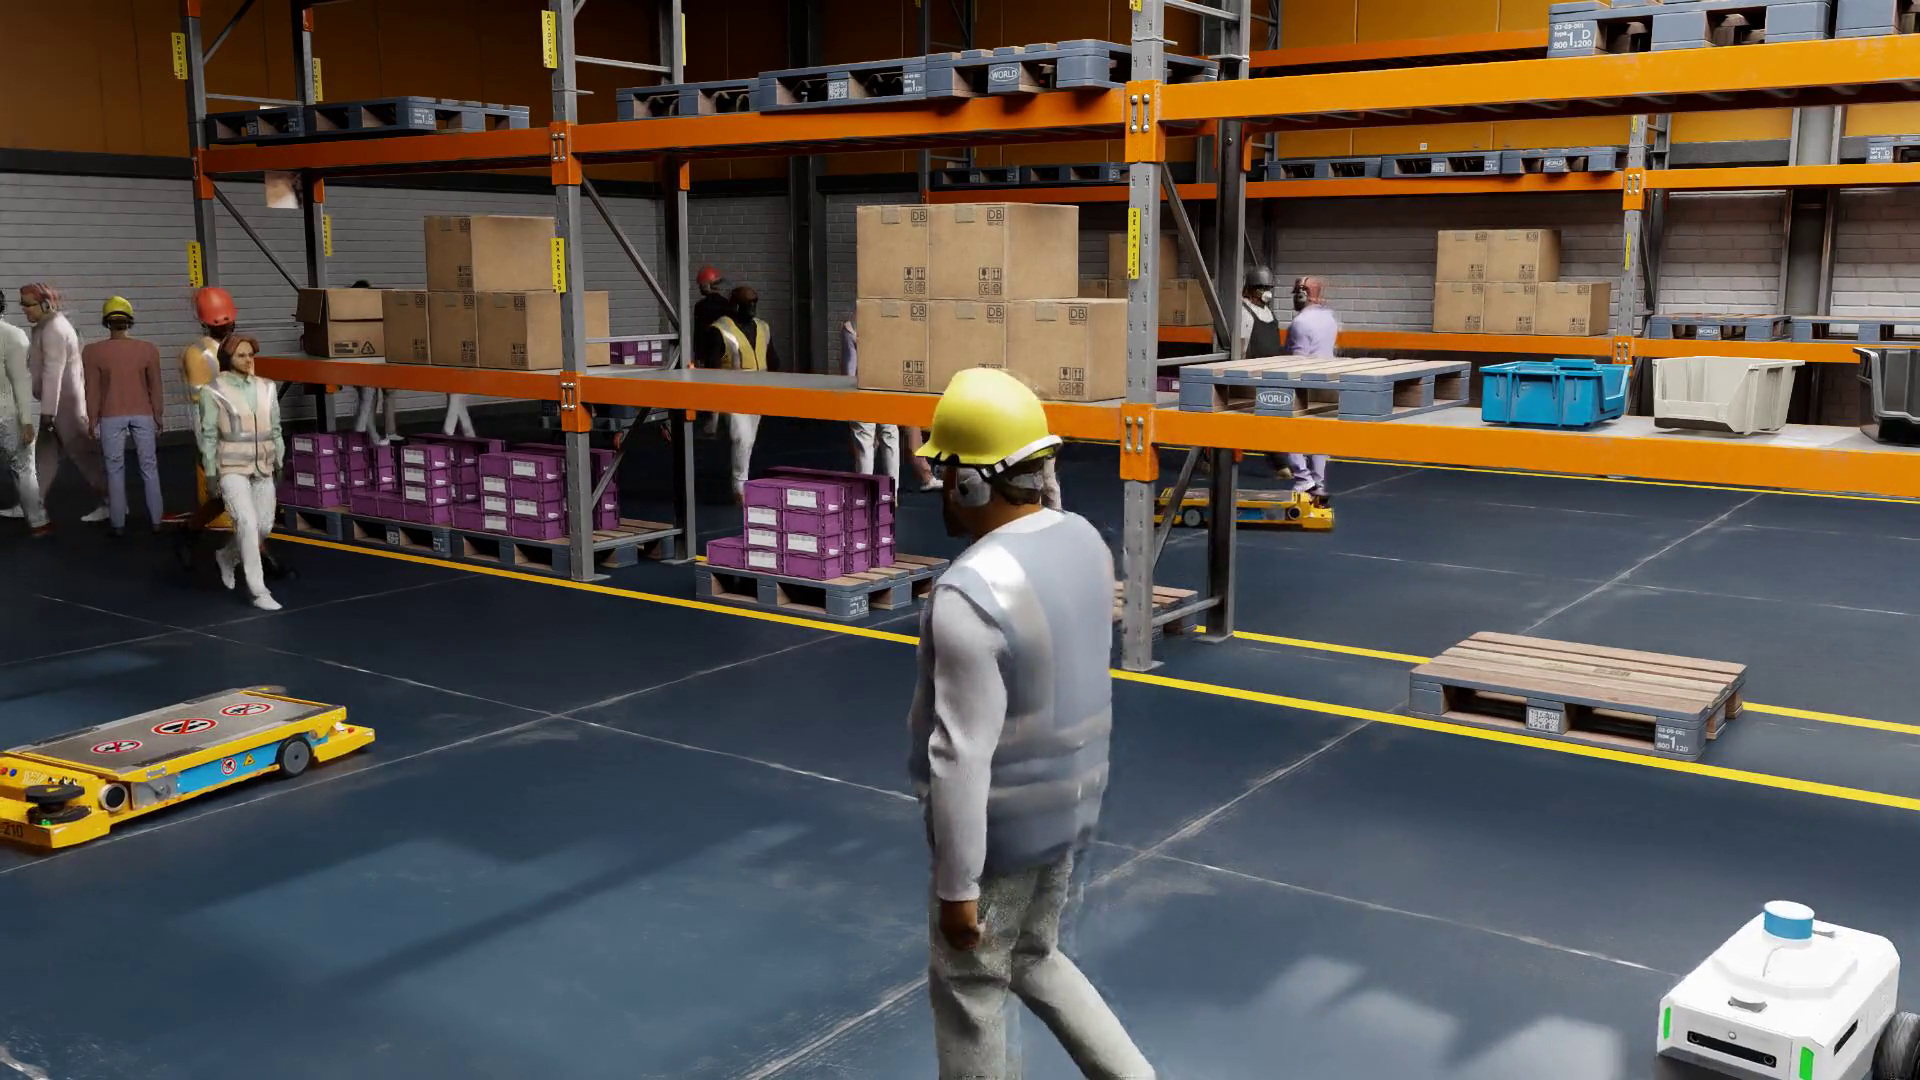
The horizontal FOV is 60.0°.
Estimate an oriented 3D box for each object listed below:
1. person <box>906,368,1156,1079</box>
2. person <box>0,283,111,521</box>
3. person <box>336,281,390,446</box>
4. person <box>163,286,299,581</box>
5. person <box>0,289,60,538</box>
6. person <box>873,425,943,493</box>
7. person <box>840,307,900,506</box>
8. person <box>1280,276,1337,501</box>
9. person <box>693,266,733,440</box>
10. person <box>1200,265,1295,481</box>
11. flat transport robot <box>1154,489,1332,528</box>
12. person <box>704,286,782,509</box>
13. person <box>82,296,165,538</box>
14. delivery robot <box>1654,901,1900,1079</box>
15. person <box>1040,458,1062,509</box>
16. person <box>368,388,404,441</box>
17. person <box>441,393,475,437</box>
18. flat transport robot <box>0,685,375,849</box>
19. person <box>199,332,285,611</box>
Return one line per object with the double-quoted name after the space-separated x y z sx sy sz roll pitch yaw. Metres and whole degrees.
0.143 0.562 3.362 0.597 1.816 0.611 6 11 31 "person"
-6.984 -1.043 12.815 0.912 1.851 0.726 -5 11 -27 "person"
-6.065 -1.729 17.005 0.494 1.812 0.949 2 10 11 "person"
-4.679 -0.663 10.492 0.889 1.877 0.578 2 10 13 "person"
-6.855 -0.875 11.754 0.631 1.882 1.056 0 10 1 "person"
-0.510 -1.303 14.316 0.931 1.862 0.669 4 10 23 "person"
-0.719 -1.170 13.593 0.629 1.846 0.429 -7 12 -34 "person"
2.873 -1.244 13.882 0.437 1.891 0.663 9 13 41 "person"
-2.684 -2.066 18.575 0.797 1.966 0.625 6 11 30 "person"
2.685 -1.576 15.426 0.684 2.000 1.036 -9 13 -42 "person"
2.136 -0.256 12.824 1.431 0.197 0.652 2 10 11 "flat transport robot"
-1.741 -1.161 13.624 0.656 1.812 0.664 8 12 40 "person"
-6.132 -0.900 12.222 0.529 1.766 0.322 -7 12 -36 "person"
1.875 1.071 3.799 0.477 0.478 0.707 8 13 42 "delivery robot"
0.436 -0.710 10.402 0.396 1.992 0.623 6 11 30 "person"
-6.525 -1.916 18.687 0.512 1.629 0.316 3 10 15 "person"
-5.324 -1.786 17.300 0.603 1.828 1.001 3 10 16 "person"
-3.028 0.827 6.371 0.652 0.197 1.431 5 11 27 "flat transport robot"
-4.236 -0.411 9.755 0.686 1.618 0.522 6 11 30 "person"
